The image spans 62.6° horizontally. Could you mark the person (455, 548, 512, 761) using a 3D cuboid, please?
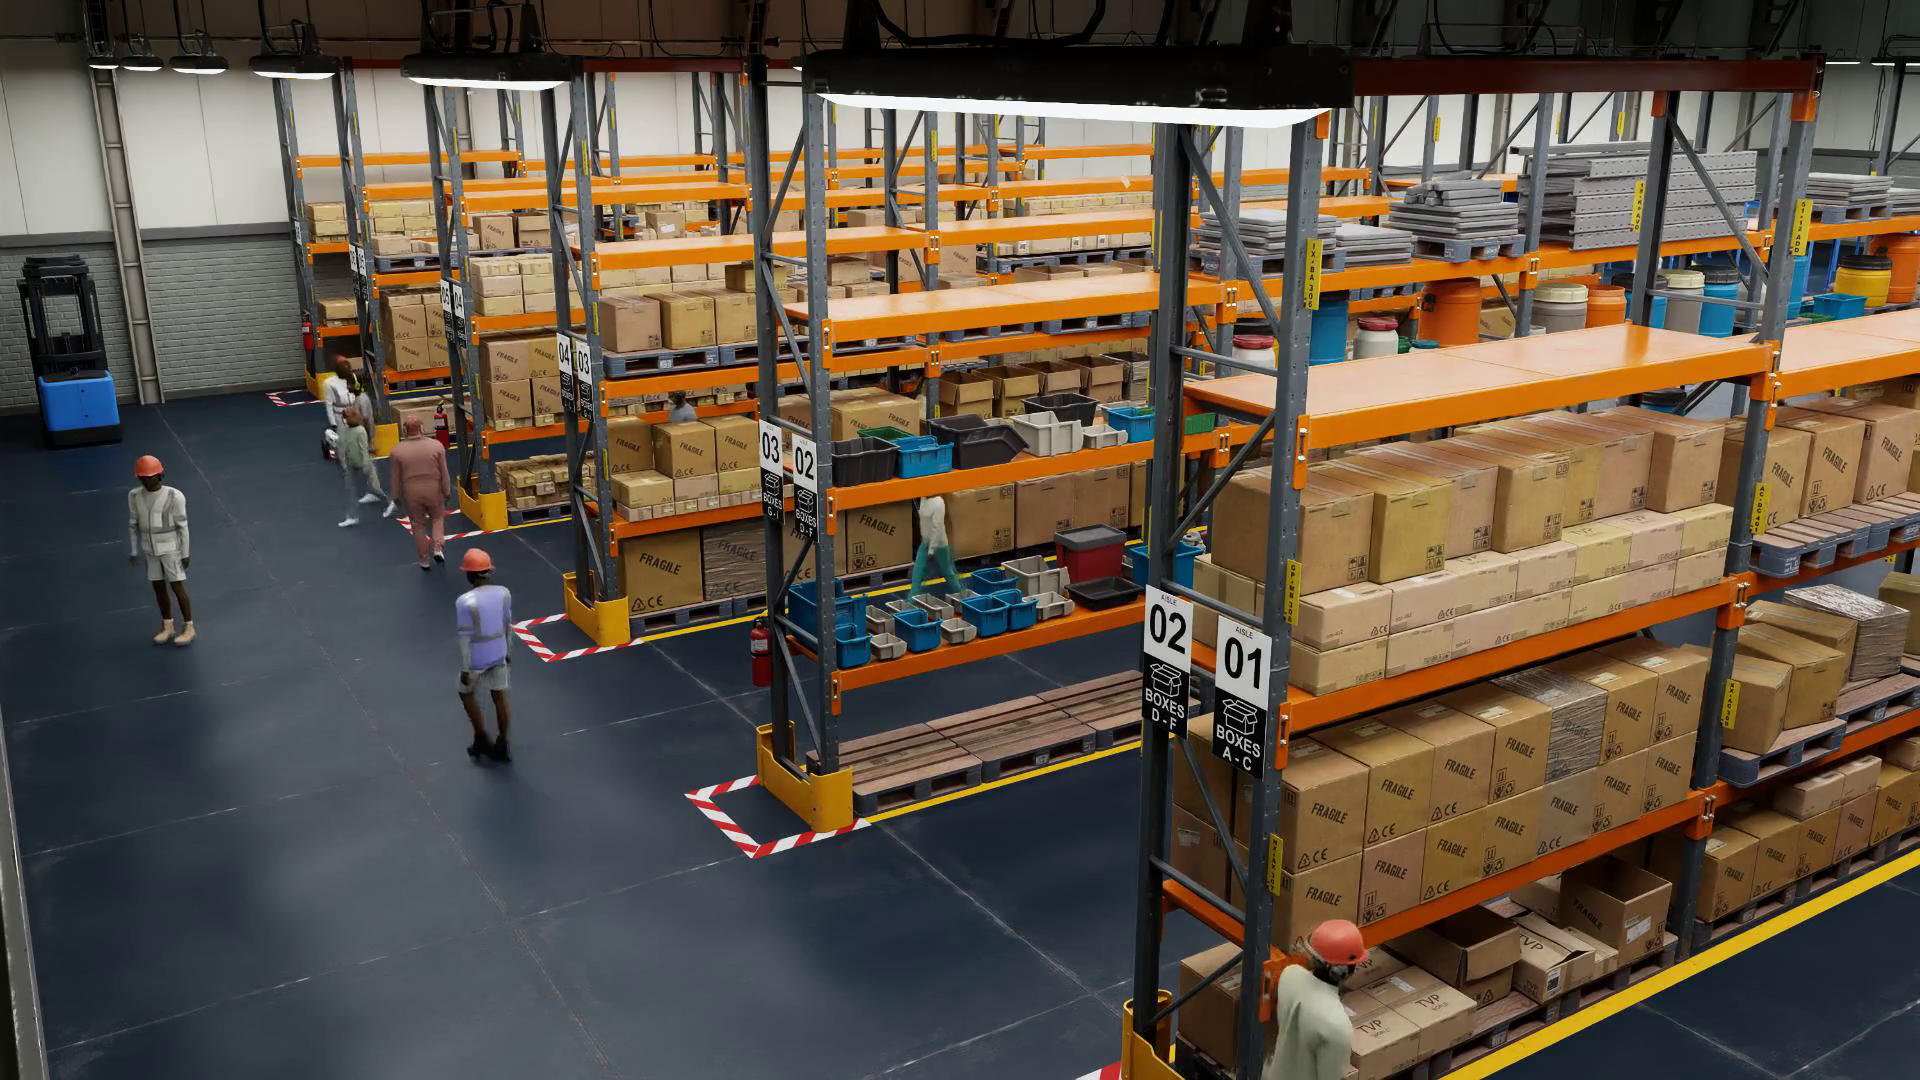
[{"bbox_3d":[-4.204,1.002,13.872,0.552,1.918,0.586,13,21,37],"label":"person"}]

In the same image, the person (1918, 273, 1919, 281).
[{"bbox_3d":[19.333,-4.506,32.068,0.656,1.846,1.046,9,19,27],"label":"person"}]

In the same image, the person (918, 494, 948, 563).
[{"bbox_3d":[-0.312,0.044,17.353,0.908,1.714,0.536,-10,19,-29],"label":"person"}]

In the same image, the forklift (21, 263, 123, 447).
[{"bbox_3d":[-14.518,-3.079,25.708,1.129,2.768,1.873,-10,20,-31],"label":"forklift"}]

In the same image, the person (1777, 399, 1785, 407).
[{"bbox_3d":[13.862,-2.924,26.785,0.750,1.913,0.546,-7,18,-23],"label":"person"}]

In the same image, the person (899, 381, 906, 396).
[{"bbox_3d":[-0.929,-1.252,21.446,1.000,1.830,0.589,-8,19,-24],"label":"person"}]

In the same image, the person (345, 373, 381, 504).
[{"bbox_3d":[-8.302,-1.400,21.867,0.470,1.851,0.550,-7,18,-20],"label":"person"}]

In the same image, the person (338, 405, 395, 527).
[{"bbox_3d":[-7.974,-1.022,21.040,0.507,1.602,0.770,12,21,34],"label":"person"}]

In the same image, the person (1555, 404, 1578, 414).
[{"bbox_3d":[9.993,-2.461,25.782,0.873,1.594,0.534,14,22,39],"label":"person"}]

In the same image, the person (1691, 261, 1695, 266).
[{"bbox_3d":[15.856,-5.208,34.432,0.832,1.807,0.592,-3,17,-11],"label":"person"}]

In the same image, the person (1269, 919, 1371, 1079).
[{"bbox_3d":[1.861,2.780,7.969,0.853,1.956,0.623,-7,18,-22],"label":"person"}]

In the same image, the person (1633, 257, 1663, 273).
[{"bbox_3d":[15.963,-5.952,36.687,0.647,1.906,0.819,3,17,10],"label":"person"}]

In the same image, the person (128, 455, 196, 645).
[{"bbox_3d":[-8.420,0.104,16.624,0.611,2.042,0.408,2,17,8],"label":"person"}]

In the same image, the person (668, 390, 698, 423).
[{"bbox_3d":[-3.635,-1.111,20.786,0.379,1.933,0.629,-11,20,-32],"label":"person"}]

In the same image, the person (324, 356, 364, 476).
[{"bbox_3d":[-8.944,-1.772,23.109,0.598,1.834,0.956,-13,21,-37],"label":"person"}]

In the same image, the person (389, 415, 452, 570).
[{"bbox_3d":[-6.528,-0.582,19.109,0.685,1.888,0.439,-6,18,-19],"label":"person"}]

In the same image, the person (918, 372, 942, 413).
[{"bbox_3d":[-0.366,-1.488,22.206,0.589,1.820,0.606,-12,21,-35],"label":"person"}]

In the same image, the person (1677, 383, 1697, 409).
[{"bbox_3d":[11.533,-2.311,25.114,0.317,1.695,0.540,11,20,32],"label":"person"}]

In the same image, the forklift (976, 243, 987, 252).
[{"bbox_3d":[0.988,-5.474,34.718,1.214,2.155,2.313,-10,20,-31],"label":"forklift"}]

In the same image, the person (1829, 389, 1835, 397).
[{"bbox_3d":[12.145,-1.455,22.225,0.533,1.744,0.668,-10,20,-30],"label":"person"}]

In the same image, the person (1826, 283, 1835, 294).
[{"bbox_3d":[16.687,-4.004,30.360,0.642,1.878,0.810,8,19,24],"label":"person"}]

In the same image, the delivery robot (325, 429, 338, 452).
[{"bbox_3d":[-9.621,-1.571,24.530,0.477,0.478,0.707,-11,20,-31],"label":"delivery robot"}]
